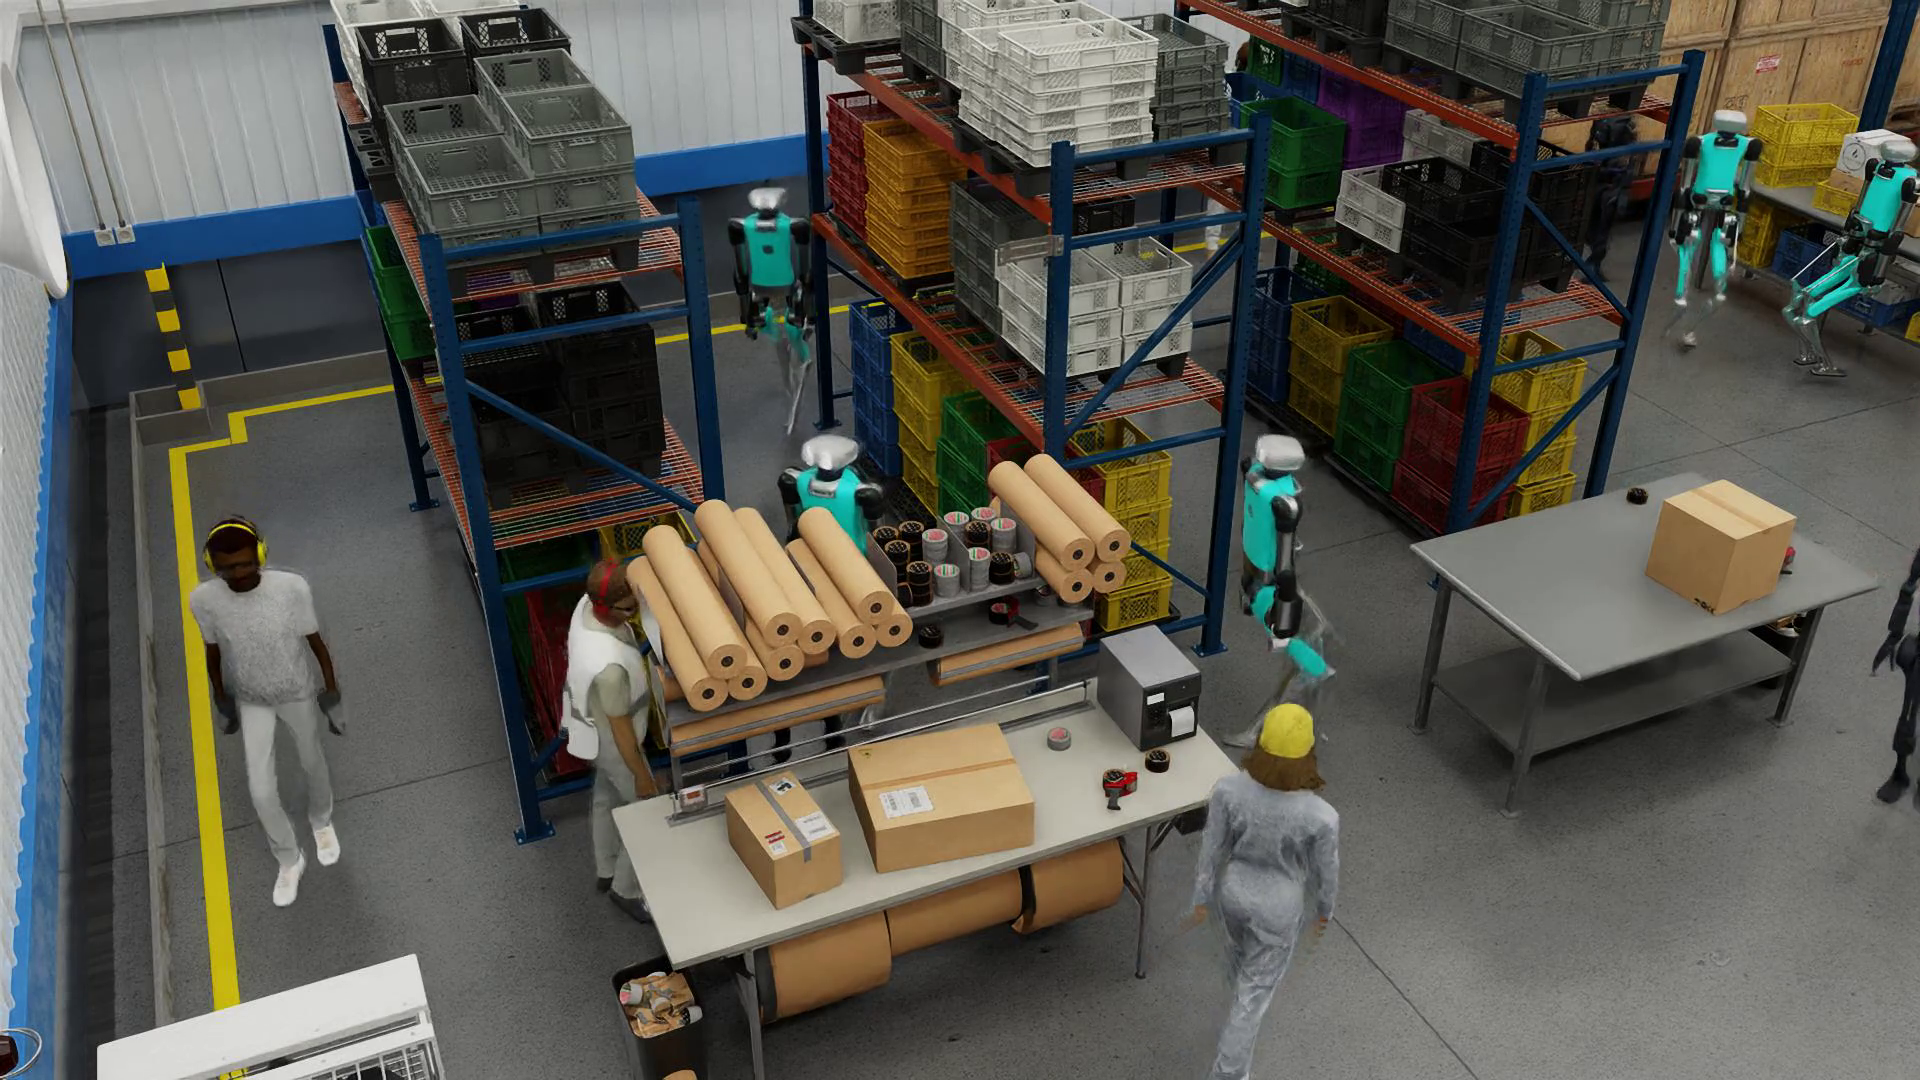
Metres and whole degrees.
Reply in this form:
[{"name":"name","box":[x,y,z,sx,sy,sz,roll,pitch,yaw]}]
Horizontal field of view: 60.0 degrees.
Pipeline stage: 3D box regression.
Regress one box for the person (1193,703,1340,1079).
[{"name":"person","box":[1.201,1.343,6.425,0.506,1.690,0.904,17,35,25]}]

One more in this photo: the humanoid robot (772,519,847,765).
[{"name":"humanoid robot","box":[-0.738,0.606,7.670,0.615,1.646,0.593,1,32,1]}]

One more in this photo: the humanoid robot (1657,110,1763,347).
[{"name":"humanoid robot","box":[5.451,-2.139,12.099,0.539,1.833,0.747,5,32,8]}]

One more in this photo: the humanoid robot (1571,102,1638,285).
[{"name":"humanoid robot","box":[5.151,-2.836,13.233,0.350,1.647,0.609,-10,33,-16]}]

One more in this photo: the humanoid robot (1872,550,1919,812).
[{"name":"humanoid robot","box":[4.639,0.522,7.779,0.596,1.642,0.343,24,39,33]}]

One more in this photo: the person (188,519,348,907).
[{"name":"person","box":[-2.966,0.758,7.233,0.551,1.848,0.703,-9,33,-14]}]

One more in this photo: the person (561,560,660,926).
[{"name":"person","box":[-1.485,0.854,7.109,0.404,1.820,0.621,-11,33,-18]}]

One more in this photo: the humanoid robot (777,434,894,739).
[{"name":"humanoid robot","box":[-0.508,0.225,8.211,0.551,1.793,0.811,13,34,20]}]

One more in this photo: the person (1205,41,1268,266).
[{"name":"person","box":[2.297,-3.159,13.604,0.622,1.841,0.431,-7,32,-12]}]

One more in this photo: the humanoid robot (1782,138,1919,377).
[{"name":"humanoid robot","box":[6.130,-1.956,11.619,0.735,1.677,0.533,-4,32,-6]}]

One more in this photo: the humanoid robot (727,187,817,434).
[{"name":"humanoid robot","box":[-1.197,-1.605,11.238,0.552,1.832,0.864,2,32,3]}]

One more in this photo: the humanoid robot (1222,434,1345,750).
[{"name":"humanoid robot","box":[1.710,0.308,8.143,0.765,1.841,0.557,-7,32,-11]}]
